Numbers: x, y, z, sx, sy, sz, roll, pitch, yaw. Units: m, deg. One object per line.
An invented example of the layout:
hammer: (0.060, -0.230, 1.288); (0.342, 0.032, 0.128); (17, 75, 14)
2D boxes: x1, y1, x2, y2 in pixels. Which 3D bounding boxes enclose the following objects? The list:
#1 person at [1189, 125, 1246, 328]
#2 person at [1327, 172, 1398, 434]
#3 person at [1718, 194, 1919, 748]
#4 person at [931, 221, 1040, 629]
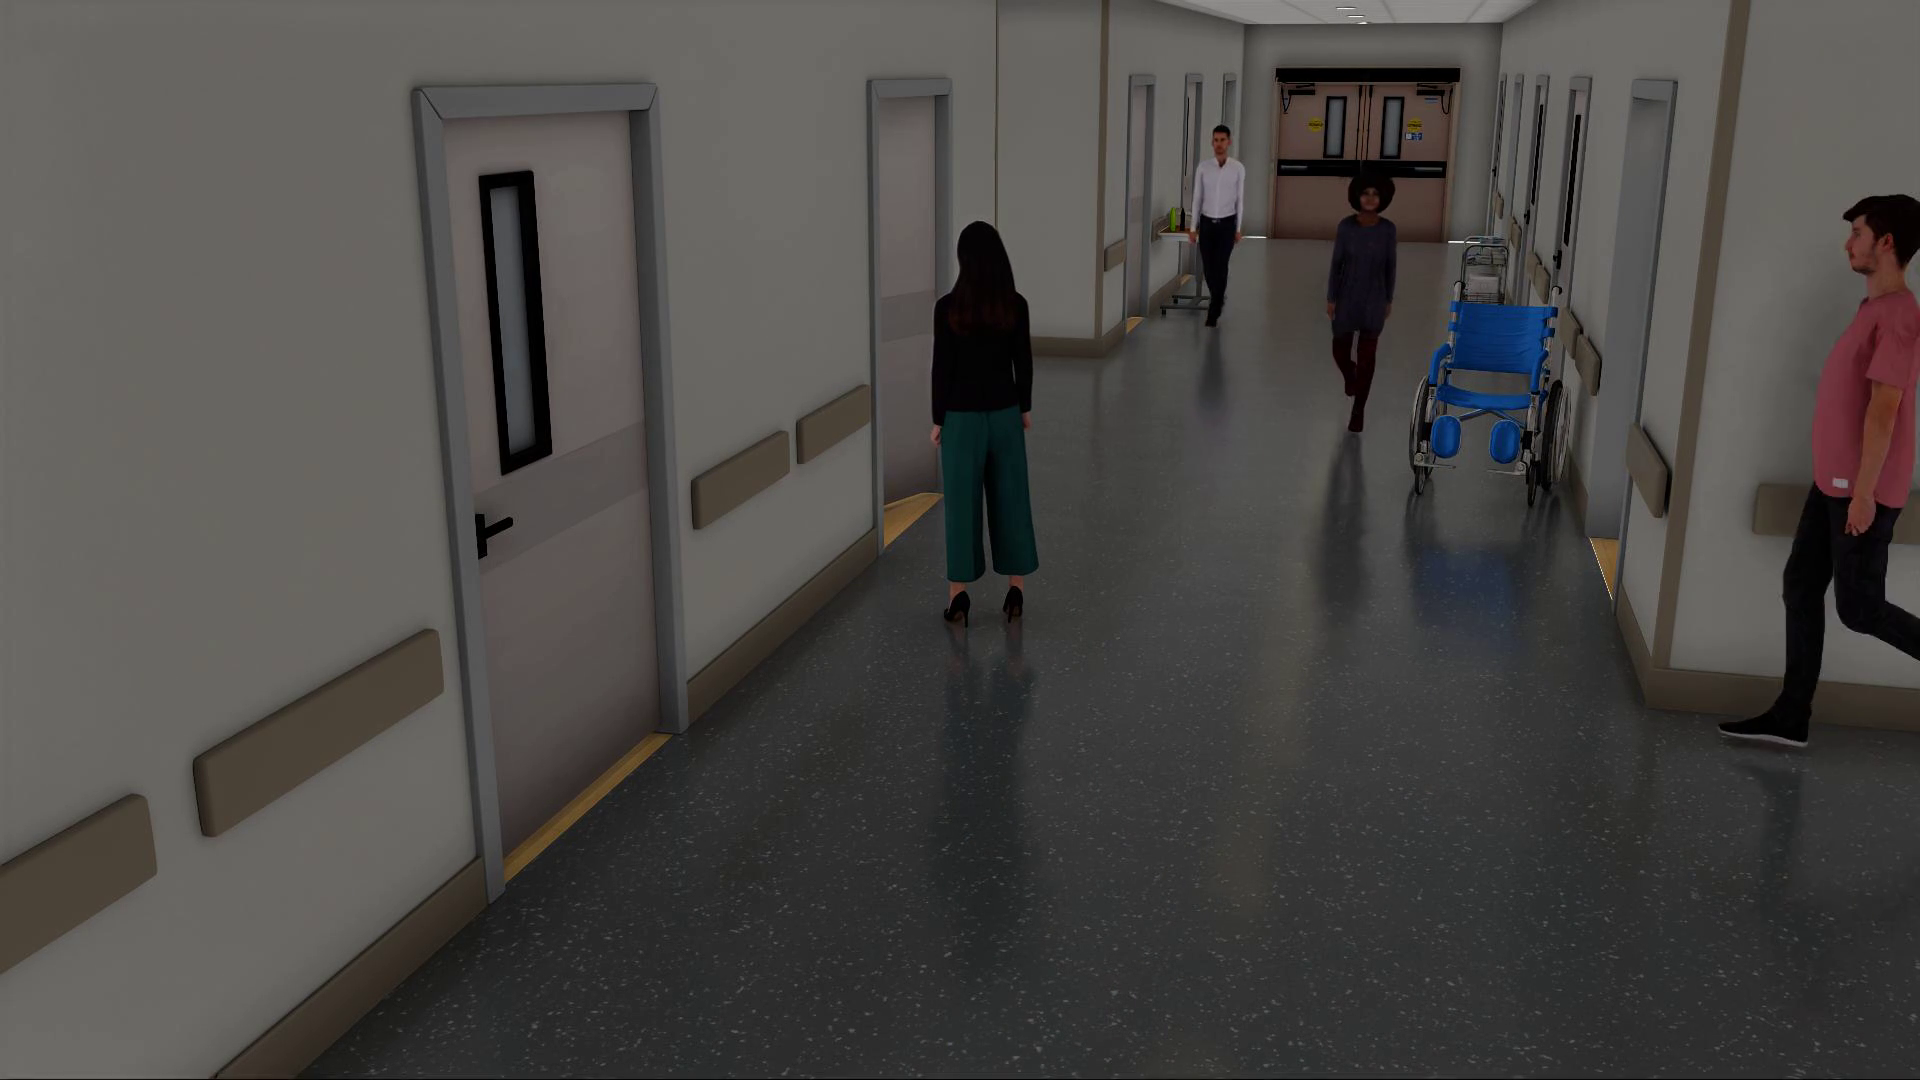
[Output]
person: (2.455, -2.971, 15.778); (0.663, 1.839, 1.228); (5, 16, 17)
person: (2.684, -1.598, 11.176); (0.576, 1.695, 0.935); (4, 16, 13)
person: (3.167, -0.164, 5.652); (0.690, 1.931, 1.024); (4, 16, 14)
person: (0.097, -0.486, 7.138); (0.687, 1.744, 0.671); (-3, 16, -11)
